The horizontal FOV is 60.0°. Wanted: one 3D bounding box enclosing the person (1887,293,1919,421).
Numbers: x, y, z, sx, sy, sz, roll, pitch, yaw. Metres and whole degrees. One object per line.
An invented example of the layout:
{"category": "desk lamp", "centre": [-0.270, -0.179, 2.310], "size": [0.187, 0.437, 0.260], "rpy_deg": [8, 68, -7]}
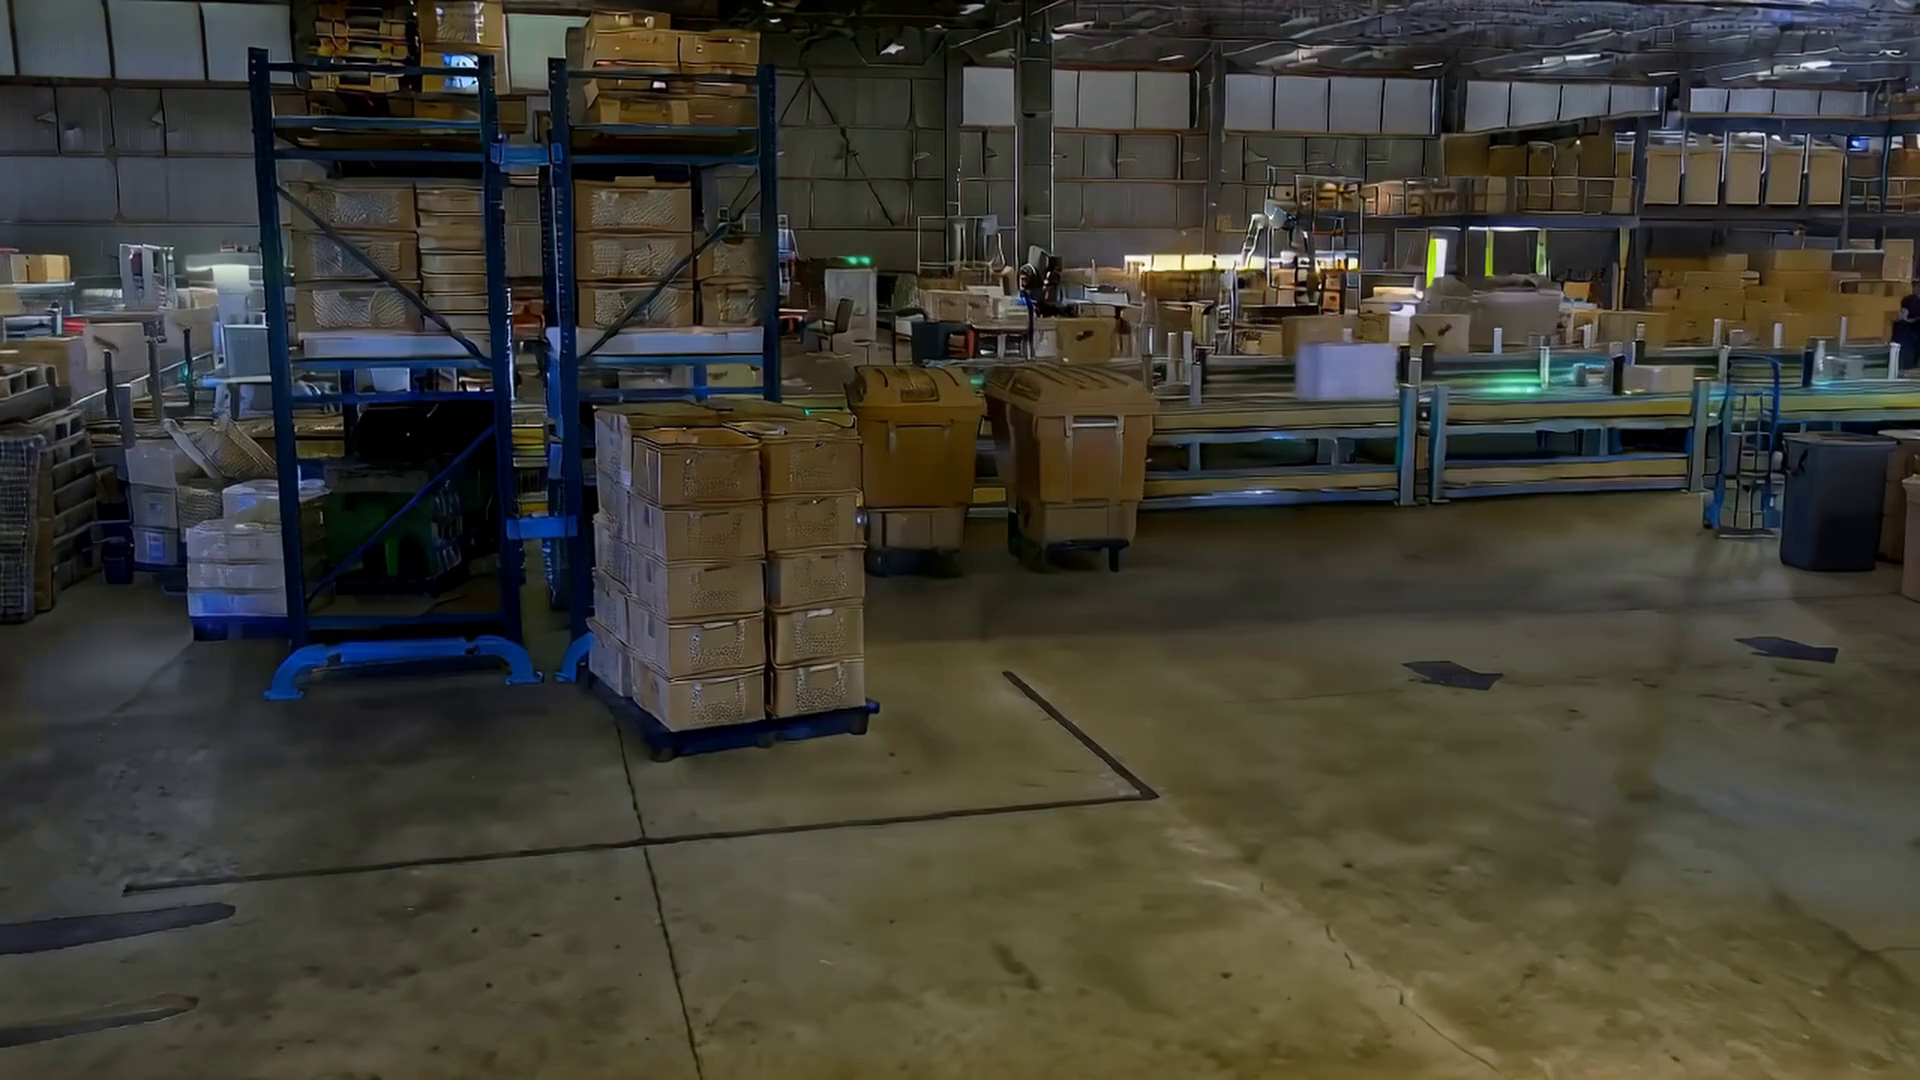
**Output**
{"category": "person", "centre": [10.155, -1.837, 17.896], "size": [0.345, 1.618, 0.533], "rpy_deg": [-3, 10, -14]}

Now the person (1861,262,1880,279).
{"category": "person", "centre": [22.930, -6.148, 42.005], "size": [0.545, 1.722, 0.621], "rpy_deg": [-3, 10, -17]}

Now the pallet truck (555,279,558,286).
{"category": "pallet truck", "centre": [-10.604, -6.375, 44.520], "size": [0.653, 1.274, 1.630], "rpy_deg": [-3, 10, -15]}

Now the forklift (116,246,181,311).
{"category": "forklift", "centre": [-19.966, -6.232, 40.894], "size": [1.157, 1.987, 2.680], "rpy_deg": [-3, 10, -15]}

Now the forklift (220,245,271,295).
{"category": "forklift", "centre": [-17.749, -6.334, 41.440], "size": [1.157, 1.987, 2.680], "rpy_deg": [-3, 10, -17]}
